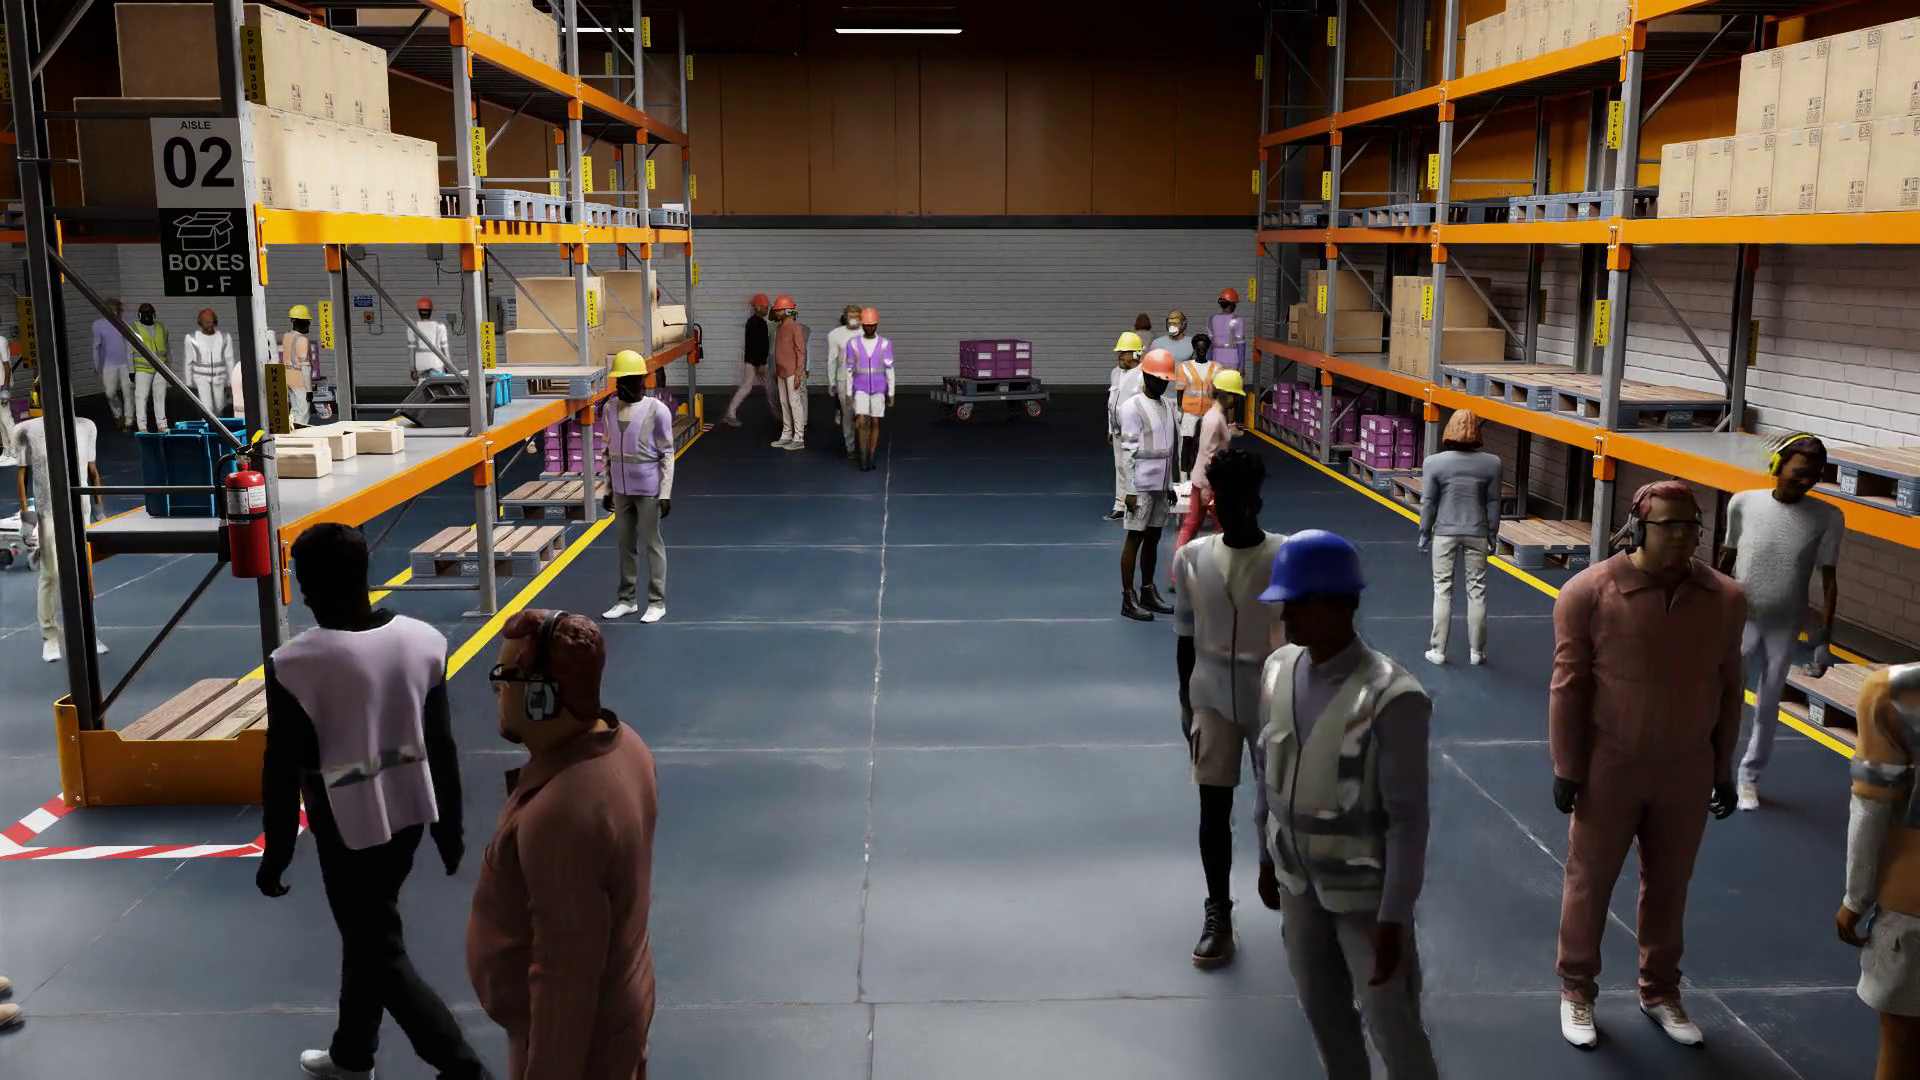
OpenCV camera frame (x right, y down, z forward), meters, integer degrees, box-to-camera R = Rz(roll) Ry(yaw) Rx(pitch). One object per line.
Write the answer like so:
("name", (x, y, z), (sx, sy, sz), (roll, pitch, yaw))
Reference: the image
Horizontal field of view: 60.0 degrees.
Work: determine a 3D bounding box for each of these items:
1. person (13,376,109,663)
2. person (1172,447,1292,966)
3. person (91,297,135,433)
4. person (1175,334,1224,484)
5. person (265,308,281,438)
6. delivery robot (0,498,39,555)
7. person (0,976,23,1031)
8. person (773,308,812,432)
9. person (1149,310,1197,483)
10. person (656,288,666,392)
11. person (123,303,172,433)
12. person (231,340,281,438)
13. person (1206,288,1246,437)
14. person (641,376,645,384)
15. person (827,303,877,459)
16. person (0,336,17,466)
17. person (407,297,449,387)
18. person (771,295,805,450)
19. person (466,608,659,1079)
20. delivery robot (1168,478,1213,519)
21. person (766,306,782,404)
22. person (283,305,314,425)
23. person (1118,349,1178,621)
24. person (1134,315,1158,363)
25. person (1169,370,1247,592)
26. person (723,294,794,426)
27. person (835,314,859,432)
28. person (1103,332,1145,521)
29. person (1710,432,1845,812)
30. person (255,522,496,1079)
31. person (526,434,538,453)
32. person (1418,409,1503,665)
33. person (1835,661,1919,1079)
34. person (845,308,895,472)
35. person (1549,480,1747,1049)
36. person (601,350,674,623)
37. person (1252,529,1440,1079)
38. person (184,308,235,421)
("person", (-5.773, -0.159, 10.713), (0.533, 1.868, 0.310), (-10, 14, -43))
("person", (1.133, 0.590, 6.365), (0.641, 1.936, 0.834), (5, 11, 25))
("person", (-11.862, -2.470, 23.453), (0.667, 1.918, 0.488), (-3, 11, -16))
("person", (2.597, -1.389, 18.042), (0.535, 1.697, 0.318), (0, 10, -2))
("person", (-8.997, -2.100, 21.491), (0.575, 1.881, 0.356), (8, 13, 39))
("delivery robot", (-7.659, -0.112, 13.848), (0.477, 0.478, 0.707), (2, 10, 9))
("person", (-3.470, 0.764, 5.646), (0.336, 1.841, 0.508), (-7, 12, -32))
("person", (-2.380, -2.435, 23.523), (0.586, 1.823, 0.403), (-7, 12, -35))
("person", (2.357, -1.552, 18.278), (0.631, 1.940, 0.372), (4, 11, 20))
("person", (-5.111, -3.268, 27.834), (0.363, 1.939, 0.542), (0, 10, 2))
("person", (-11.195, -2.352, 23.011), (0.429, 1.839, 0.633), (8, 13, 36))
("person", (-6.458, -0.983, 15.382), (0.429, 1.843, 0.628), (-9, 14, -42))
("person", (3.675, -2.435, 22.907), (0.607, 2.044, 0.372), (9, 13, 41))
("person", (-4.793, -2.646, 24.644), (0.977, 1.854, 0.677), (-4, 11, -20))
("person", (-1.325, -1.951, 20.572), (0.638, 1.913, 0.422), (0, 10, -2))
("person", (-11.534, -1.817, 19.952), (0.535, 1.868, 0.309), (10, 14, 44))
("person", (-7.557, -2.502, 23.678), (0.555, 1.909, 0.889), (-4, 11, -20))
("person", (-2.239, -2.166, 21.541), (0.396, 1.992, 0.623), (-7, 12, -34))
("person", (-0.870, 1.086, 3.665), (0.406, 1.910, 0.639), (0, 10, -1))
("delivery robot", (2.264, -0.404, 15.478), (0.707, 0.478, 0.477), (1, 10, 7))
("person", (-3.014, -3.049, 27.469), (0.497, 1.632, 0.289), (-7, 12, -32))
("person", (-8.052, -1.910, 20.347), (0.393, 1.919, 0.581), (-9, 14, -42))
("person", (1.370, -0.397, 11.873), (0.374, 1.928, 0.542), (9, 14, 42))
("person", (2.726, -2.646, 25.370), (0.537, 1.584, 0.731), (-4, 11, -22))
("person", (1.988, -0.420, 12.551), (0.860, 1.712, 0.548), (1, 10, 7))
("person", (-2.971, -2.599, 24.108), (1.035, 1.950, 0.626), (3, 11, 17))
("person", (-1.582, -2.378, 23.594), (0.549, 1.673, 0.469), (-4, 11, -21))
("person", (1.612, -1.055, 15.805), (0.403, 1.830, 0.599), (-8, 13, -37))
("person", (3.761, 0.396, 7.728), (0.554, 1.825, 0.517), (6, 12, 30))
("person", (-1.727, 0.869, 5.000), (0.974, 1.875, 0.582), (6, 12, 30))
("person", (-5.349, -2.026, 21.223), (0.625, 1.836, 0.429), (-7, 12, -33))
("person", (3.169, -0.015, 10.563), (0.499, 1.634, 0.285), (2, 10, 9))
("person", (2.638, 0.933, 4.448), (0.547, 1.934, 0.376), (2, 10, 13))
("person", (-1.038, -1.736, 19.375), (0.575, 1.908, 0.808), (-1, 10, -7))
("person", (2.289, 0.748, 5.544), (0.642, 1.913, 0.409), (0, 10, -2))
("person", (-2.289, -0.373, 11.741), (0.588, 1.928, 0.384), (5, 11, 28))
("person", (1.058, 0.919, 4.562), (0.516, 1.921, 0.709), (-7, 12, -35))
("person", (-9.727, -2.086, 21.551), (0.593, 1.851, 0.887), (-7, 13, -35))
